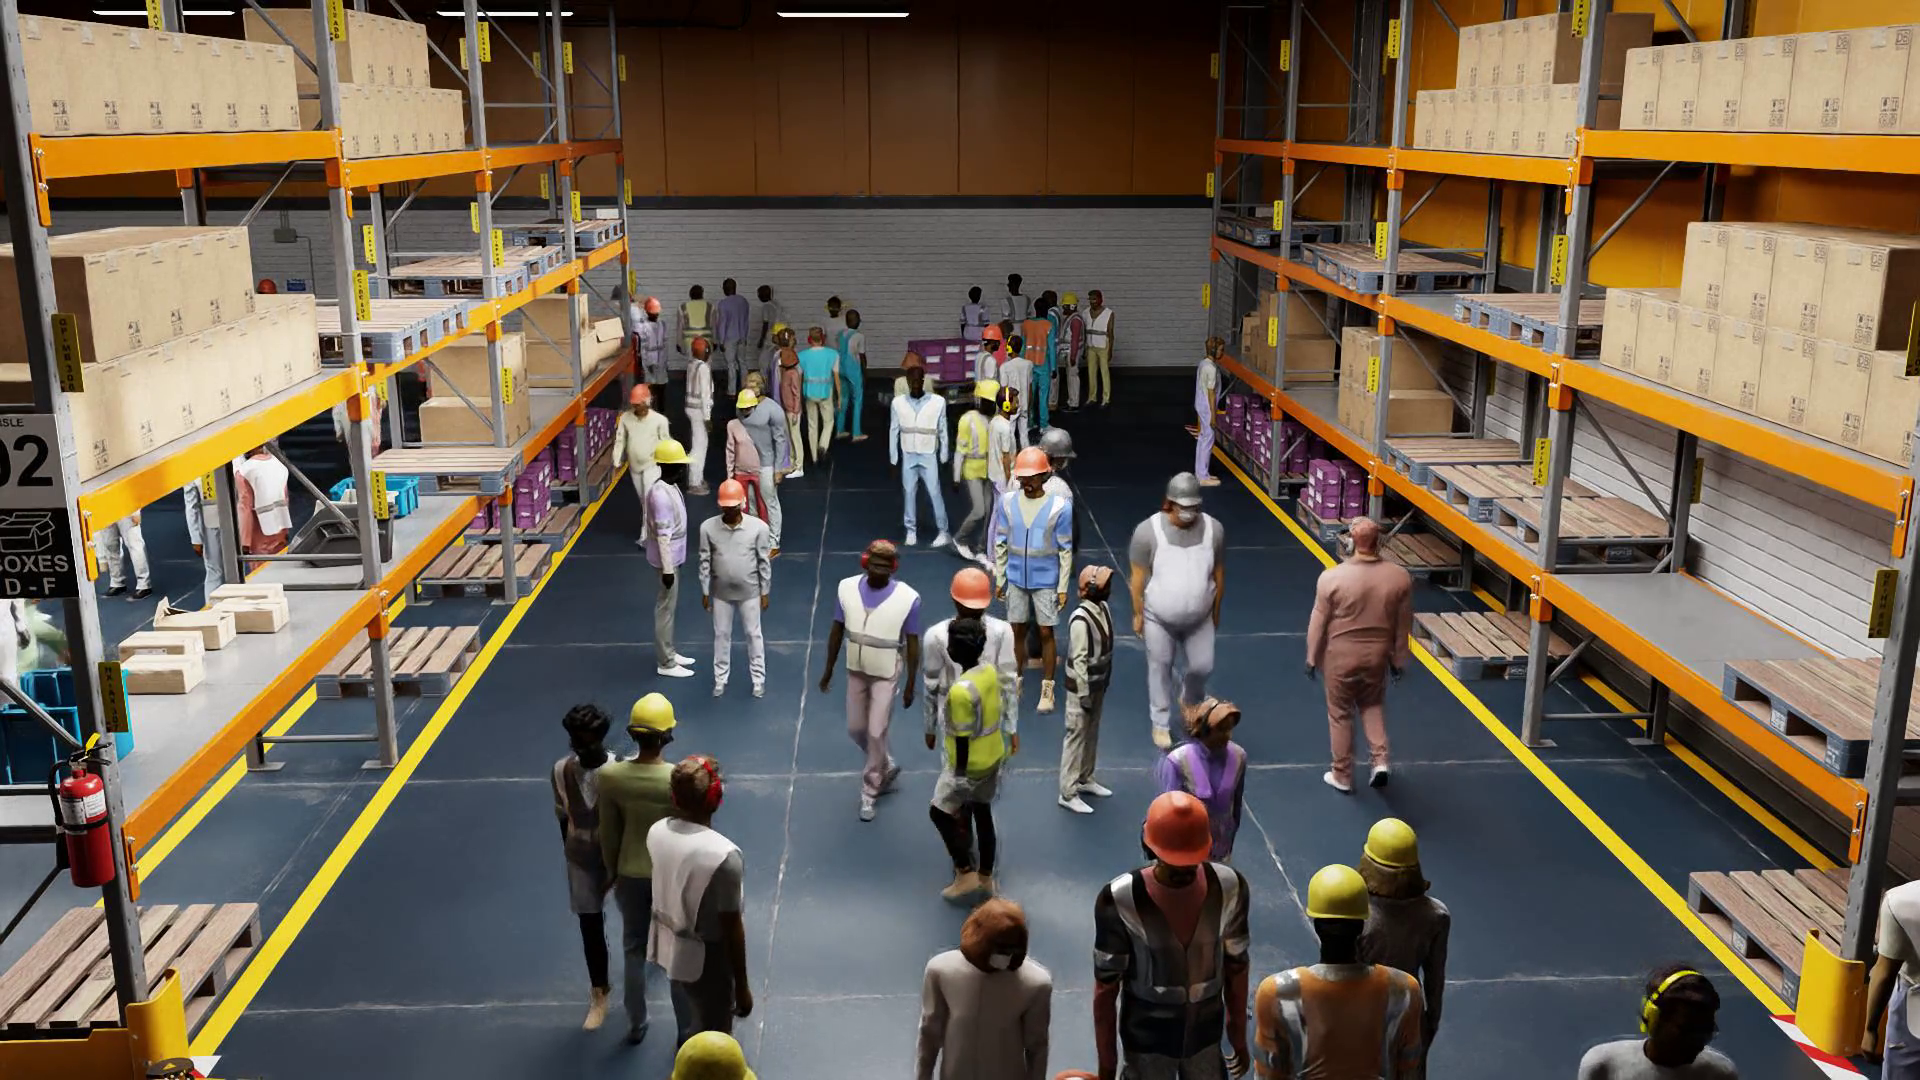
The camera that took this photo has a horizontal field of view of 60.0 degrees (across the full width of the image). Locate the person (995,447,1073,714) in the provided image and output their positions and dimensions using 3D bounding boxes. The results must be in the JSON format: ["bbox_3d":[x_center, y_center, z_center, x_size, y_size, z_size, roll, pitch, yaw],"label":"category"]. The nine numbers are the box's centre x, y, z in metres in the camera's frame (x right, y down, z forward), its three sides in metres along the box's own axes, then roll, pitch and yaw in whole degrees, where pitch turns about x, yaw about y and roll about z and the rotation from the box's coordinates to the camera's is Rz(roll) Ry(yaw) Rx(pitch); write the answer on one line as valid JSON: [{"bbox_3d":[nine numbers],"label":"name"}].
[{"bbox_3d":[0.541,0.302,12.531,0.607,2.044,0.378,5,15,21],"label":"person"}]

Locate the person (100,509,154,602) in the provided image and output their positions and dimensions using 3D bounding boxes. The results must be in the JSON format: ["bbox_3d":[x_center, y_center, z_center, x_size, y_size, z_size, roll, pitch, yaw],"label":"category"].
[{"bbox_3d":[-7.845,-0.320,15.419,0.594,1.823,0.405,5,15,17],"label":"person"}]

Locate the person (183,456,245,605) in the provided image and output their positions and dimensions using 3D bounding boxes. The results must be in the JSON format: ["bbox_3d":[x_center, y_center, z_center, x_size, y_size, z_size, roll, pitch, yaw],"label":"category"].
[{"bbox_3d":[-6.406,-0.097,14.378,0.408,1.907,0.597,7,16,25],"label":"person"}]

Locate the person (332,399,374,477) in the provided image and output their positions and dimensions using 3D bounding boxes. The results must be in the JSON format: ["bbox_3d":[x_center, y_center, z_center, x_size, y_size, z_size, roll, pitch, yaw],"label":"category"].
[{"bbox_3d":[-7.019,-1.301,19.493,0.532,1.719,0.779,8,16,28],"label":"person"}]

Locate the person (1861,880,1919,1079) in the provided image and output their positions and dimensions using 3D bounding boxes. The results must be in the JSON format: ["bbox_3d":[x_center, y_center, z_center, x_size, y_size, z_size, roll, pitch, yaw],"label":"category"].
[{"bbox_3d":[3.862,1.927,6.567,0.560,1.836,0.394,1,14,2],"label":"person"}]

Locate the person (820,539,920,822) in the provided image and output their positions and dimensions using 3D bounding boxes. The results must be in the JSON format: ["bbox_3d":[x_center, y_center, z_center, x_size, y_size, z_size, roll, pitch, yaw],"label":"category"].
[{"bbox_3d":[-0.571,0.866,10.747,0.649,1.824,0.627,6,16,24],"label":"person"}]

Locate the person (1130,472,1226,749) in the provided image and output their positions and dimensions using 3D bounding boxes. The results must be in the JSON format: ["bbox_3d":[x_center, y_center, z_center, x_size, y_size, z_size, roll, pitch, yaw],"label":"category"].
[{"bbox_3d":[1.550,0.485,11.814,0.697,2.000,0.540,-1,14,-4],"label":"person"}]

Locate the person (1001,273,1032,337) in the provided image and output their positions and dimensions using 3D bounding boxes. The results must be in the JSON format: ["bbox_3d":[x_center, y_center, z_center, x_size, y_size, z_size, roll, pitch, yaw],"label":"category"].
[{"bbox_3d":[0.886,-3.331,26.942,0.607,1.966,0.366,-12,18,-38],"label":"person"}]

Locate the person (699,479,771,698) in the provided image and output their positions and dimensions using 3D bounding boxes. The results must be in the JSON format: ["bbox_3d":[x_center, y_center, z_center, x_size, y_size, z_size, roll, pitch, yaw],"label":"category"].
[{"bbox_3d":[-1.735,0.377,12.836,0.564,1.742,0.353,1,14,3],"label":"person"}]

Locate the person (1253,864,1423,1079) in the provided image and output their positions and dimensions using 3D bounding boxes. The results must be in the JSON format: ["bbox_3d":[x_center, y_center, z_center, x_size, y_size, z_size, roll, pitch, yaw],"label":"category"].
[{"bbox_3d":[1.303,2.061,5.874,0.585,1.917,0.381,-1,14,-2],"label":"person"}]

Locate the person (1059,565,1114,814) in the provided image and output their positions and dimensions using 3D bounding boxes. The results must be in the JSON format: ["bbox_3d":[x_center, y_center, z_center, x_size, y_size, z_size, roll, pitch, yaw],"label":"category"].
[{"bbox_3d":[0.835,0.952,10.808,0.316,1.630,0.517,7,16,25],"label":"person"}]

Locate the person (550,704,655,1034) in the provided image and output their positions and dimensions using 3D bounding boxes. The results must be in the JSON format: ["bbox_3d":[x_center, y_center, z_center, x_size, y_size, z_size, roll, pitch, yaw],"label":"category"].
[{"bbox_3d":[-1.741,1.559,8.352,0.536,1.670,0.694,2,14,8],"label":"person"}]

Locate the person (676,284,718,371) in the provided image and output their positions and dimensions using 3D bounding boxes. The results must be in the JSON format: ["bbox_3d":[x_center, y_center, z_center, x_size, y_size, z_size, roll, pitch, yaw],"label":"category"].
[{"bbox_3d":[-4.210,-3.165,26.607,0.695,1.820,0.583,-2,14,-9],"label":"person"}]

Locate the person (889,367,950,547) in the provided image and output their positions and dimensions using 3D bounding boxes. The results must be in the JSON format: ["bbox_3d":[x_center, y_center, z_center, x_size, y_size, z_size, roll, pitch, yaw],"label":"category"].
[{"bbox_3d":[-0.416,-0.881,17.485,0.639,1.900,0.469,3,15,10],"label":"person"}]

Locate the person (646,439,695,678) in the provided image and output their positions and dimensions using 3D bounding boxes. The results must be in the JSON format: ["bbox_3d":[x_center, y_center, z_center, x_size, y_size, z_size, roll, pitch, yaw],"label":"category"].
[{"bbox_3d":[-2.328,0.137,13.404,0.386,1.928,0.589,-1,14,-4],"label":"person"}]

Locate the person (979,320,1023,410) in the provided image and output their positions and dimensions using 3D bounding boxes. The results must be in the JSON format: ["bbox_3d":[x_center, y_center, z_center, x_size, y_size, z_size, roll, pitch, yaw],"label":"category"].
[{"bbox_3d":[0.520,-2.003,22.089,0.659,1.800,0.905,6,16,23],"label":"person"}]

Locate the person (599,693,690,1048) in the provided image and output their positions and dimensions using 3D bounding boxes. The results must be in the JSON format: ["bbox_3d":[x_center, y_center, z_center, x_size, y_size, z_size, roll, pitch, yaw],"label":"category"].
[{"bbox_3d":[-1.458,1.591,8.027,0.533,1.765,0.330,2,14,10],"label":"person"}]

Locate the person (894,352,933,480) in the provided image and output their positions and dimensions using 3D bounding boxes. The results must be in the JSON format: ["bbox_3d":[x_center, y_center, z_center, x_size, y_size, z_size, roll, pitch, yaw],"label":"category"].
[{"bbox_3d":[-0.590,-1.494,20.398,0.520,1.620,0.341,-7,16,-27],"label":"person"}]

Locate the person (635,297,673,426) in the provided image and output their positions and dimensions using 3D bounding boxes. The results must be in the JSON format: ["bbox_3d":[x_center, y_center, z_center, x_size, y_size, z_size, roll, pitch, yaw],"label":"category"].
[{"bbox_3d":[-4.406,-2.560,24.019,0.559,1.907,0.447,-14,20,-43],"label":"person"}]

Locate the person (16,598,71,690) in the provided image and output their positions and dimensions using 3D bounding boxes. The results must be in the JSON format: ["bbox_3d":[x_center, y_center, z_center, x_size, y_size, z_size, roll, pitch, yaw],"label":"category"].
[{"bbox_3d":[-7.270,0.218,12.863,0.696,2.000,0.755,11,18,37],"label":"person"}]

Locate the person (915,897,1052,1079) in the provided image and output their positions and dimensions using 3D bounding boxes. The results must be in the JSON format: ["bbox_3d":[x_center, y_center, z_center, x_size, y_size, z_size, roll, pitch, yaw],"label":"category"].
[{"bbox_3d":[0.091,2.072,6.419,0.529,1.611,0.489,2,14,8],"label":"person"}]

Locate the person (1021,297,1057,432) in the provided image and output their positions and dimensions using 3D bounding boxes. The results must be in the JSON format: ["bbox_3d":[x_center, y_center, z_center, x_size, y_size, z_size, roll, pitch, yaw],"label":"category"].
[{"bbox_3d":[1.119,-2.501,23.779,0.591,1.917,0.379,11,18,37],"label":"person"}]

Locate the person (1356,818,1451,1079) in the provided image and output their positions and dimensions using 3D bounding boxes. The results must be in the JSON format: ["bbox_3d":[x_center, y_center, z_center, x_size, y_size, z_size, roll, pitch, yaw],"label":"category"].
[{"bbox_3d":[1.695,1.941,6.693,0.493,1.742,0.303,-3,15,-12],"label":"person"}]

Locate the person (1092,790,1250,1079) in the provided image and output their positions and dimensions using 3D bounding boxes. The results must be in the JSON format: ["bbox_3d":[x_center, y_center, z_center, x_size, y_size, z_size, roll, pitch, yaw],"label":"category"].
[{"bbox_3d":[0.810,1.892,6.330,0.613,2.028,0.409,-3,15,-12],"label":"person"}]

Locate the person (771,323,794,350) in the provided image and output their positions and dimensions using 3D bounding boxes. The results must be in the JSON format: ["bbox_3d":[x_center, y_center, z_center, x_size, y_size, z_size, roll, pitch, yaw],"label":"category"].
[{"bbox_3d":[-2.378,-2.035,22.299,0.296,1.744,0.484,4,15,14],"label":"person"}]

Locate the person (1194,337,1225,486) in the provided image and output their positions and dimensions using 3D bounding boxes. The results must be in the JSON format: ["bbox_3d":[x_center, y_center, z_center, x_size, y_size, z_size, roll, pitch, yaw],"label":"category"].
[{"bbox_3d":[3.039,-1.566,20.283,0.349,1.836,0.517,-1,14,-5],"label":"person"}]

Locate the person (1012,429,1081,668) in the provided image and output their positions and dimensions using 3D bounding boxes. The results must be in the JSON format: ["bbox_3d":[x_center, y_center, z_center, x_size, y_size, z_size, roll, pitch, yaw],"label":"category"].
[{"bbox_3d":[0.719,0.058,13.493,0.541,2.000,0.696,-7,16,-25],"label":"person"}]

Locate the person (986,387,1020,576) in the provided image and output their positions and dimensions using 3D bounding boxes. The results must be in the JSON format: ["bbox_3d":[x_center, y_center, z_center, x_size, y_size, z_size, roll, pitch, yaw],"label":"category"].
[{"bbox_3d":[0.430,-0.579,16.335,0.311,1.869,0.530,-3,15,-13],"label":"person"}]

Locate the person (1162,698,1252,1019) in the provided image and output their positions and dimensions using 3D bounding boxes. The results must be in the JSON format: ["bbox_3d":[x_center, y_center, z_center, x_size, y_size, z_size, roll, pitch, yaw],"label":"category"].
[{"bbox_3d":[1.226,1.562,8.488,0.514,1.582,0.909,-4,15,-17],"label":"person"}]

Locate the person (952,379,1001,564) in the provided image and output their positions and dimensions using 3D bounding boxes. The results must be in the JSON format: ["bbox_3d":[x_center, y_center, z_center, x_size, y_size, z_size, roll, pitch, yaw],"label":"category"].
[{"bbox_3d":[0.217,-0.672,16.650,0.621,1.901,0.518,-14,20,-43],"label":"person"}]

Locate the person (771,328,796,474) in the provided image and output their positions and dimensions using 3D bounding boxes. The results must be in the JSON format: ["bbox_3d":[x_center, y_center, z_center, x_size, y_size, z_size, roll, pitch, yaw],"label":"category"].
[{"bbox_3d":[-2.210,-1.757,21.006,0.326,1.843,0.515,-6,16,-23],"label":"person"}]

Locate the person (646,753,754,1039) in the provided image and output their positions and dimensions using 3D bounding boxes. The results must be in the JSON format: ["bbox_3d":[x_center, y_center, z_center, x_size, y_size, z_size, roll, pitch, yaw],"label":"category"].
[{"bbox_3d":[-1.105,1.818,7.067,0.469,1.855,0.573,-12,19,-39],"label":"person"}]

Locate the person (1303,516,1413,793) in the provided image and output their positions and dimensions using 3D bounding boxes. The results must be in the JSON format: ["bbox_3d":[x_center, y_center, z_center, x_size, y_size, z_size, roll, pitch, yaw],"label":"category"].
[{"bbox_3d":[2.612,0.774,10.984,0.654,1.887,0.436,-3,15,-10],"label":"person"}]

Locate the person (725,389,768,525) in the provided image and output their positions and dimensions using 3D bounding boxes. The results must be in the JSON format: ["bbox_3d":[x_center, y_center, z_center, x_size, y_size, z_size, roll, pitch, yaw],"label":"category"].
[{"bbox_3d":[-2.121,-0.666,16.886,0.531,1.765,0.327,2,14,8],"label":"person"}]

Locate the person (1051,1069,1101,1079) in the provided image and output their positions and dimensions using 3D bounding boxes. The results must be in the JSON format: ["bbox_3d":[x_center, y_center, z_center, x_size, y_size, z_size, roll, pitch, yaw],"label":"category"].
[{"bbox_3d":[0.316,2.378,4.708,0.576,1.880,0.356,2,15,10],"label":"person"}]

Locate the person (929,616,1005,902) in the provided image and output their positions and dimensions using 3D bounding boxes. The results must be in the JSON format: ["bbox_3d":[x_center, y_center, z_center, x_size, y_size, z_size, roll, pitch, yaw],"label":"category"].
[{"bbox_3d":[0.049,1.253,9.504,0.381,1.685,0.542,7,16,26],"label":"person"}]

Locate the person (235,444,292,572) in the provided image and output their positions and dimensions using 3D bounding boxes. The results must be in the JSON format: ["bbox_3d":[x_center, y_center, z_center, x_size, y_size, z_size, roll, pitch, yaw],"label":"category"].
[{"bbox_3d":[-5.935,-0.066,14.251,0.397,1.909,0.599,3,15,12],"label":"person"}]

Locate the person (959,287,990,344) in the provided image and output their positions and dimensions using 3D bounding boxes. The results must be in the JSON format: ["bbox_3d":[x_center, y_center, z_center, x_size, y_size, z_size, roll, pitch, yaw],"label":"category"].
[{"bbox_3d":[0.254,-3.337,27.502,0.531,1.697,0.320,6,16,23],"label":"person"}]

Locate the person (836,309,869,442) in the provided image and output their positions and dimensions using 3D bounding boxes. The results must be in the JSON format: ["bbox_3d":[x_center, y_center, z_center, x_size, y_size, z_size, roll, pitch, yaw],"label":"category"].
[{"bbox_3d":[-1.504,-2.291,23.147,0.516,1.827,0.371,11,18,37],"label":"person"}]

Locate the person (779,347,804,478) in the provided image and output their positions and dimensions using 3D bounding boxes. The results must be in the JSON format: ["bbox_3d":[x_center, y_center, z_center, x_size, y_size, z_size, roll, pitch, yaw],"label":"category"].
[{"bbox_3d":[-2.125,-1.595,20.792,0.285,1.634,0.499,-6,15,-22],"label":"person"}]

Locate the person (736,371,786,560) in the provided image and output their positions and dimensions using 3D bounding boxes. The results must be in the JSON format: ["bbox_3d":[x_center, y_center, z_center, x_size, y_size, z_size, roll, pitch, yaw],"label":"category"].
[{"bbox_3d":[-2.035,-0.758,16.897,0.628,1.940,0.377,10,18,35],"label":"person"}]

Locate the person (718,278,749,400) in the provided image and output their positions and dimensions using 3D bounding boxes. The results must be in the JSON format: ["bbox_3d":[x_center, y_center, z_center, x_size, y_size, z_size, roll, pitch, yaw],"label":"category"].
[{"bbox_3d":[-3.609,-3.198,26.499,0.374,1.933,0.626,11,18,36],"label":"person"}]

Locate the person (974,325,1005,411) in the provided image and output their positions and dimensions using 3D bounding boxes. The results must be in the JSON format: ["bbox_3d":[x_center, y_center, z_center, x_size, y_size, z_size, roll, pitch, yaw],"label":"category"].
[{"bbox_3d":[0.371,-1.697,20.609,0.384,1.929,0.543,-4,15,-15],"label":"person"}]

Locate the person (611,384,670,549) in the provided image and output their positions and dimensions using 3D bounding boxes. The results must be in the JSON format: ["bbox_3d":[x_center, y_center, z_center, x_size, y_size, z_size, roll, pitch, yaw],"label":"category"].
[{"bbox_3d":[-3.347,-0.782,17.449,0.575,1.702,0.869,4,15,14],"label":"person"}]

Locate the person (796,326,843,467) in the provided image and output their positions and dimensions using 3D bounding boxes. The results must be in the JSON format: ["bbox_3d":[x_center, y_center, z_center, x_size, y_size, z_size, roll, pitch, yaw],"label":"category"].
[{"bbox_3d":[-1.808,-1.820,21.291,0.607,1.821,0.485,0,14,2],"label":"person"}]

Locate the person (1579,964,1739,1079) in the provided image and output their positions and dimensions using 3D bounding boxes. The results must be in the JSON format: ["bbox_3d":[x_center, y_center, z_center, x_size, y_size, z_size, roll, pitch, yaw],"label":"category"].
[{"bbox_3d":[2.173,2.229,5.375,0.572,1.838,0.624,3,15,12],"label":"person"}]

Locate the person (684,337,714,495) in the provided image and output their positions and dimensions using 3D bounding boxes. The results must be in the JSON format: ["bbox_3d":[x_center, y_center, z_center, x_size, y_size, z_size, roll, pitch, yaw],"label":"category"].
[{"bbox_3d":[-3.153,-1.488,19.951,0.418,1.850,0.648,-6,15,-22],"label":"person"}]

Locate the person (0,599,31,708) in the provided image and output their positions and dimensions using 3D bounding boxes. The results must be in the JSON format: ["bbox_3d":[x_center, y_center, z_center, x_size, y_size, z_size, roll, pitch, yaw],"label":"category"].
[{"bbox_3d":[-6.778,0.635,11.505,0.409,1.903,0.639,13,19,40],"label":"person"}]

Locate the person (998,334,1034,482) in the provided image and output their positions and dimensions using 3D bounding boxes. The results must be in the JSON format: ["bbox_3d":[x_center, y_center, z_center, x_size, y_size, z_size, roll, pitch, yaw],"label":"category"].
[{"bbox_3d":[0.673,-1.572,20.249,0.505,1.864,0.332,-9,17,-32],"label":"person"}]

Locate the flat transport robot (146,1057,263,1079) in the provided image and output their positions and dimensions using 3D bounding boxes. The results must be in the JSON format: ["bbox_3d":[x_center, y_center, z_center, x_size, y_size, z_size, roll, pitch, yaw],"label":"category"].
[{"bbox_3d":[-3.369,2.630,6.923,0.652,0.197,1.431,1,14,3],"label":"flat transport robot"}]

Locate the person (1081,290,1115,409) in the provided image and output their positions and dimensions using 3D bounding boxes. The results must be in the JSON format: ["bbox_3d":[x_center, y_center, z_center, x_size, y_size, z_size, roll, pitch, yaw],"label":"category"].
[{"bbox_3d":[2.140,-2.961,25.772,0.567,1.831,0.401,11,18,36],"label":"person"}]

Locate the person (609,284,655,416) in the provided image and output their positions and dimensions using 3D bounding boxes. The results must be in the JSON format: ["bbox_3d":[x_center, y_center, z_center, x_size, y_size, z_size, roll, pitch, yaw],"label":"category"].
[{"bbox_3d":[-4.989,-2.882,25.031,0.805,2.000,0.778,-4,15,-17],"label":"person"}]

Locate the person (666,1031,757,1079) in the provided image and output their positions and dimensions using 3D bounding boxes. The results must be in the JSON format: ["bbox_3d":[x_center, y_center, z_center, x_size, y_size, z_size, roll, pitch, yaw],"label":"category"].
[{"bbox_3d":[-0.768,2.323,5.210,0.321,1.736,0.485,5,15,17],"label":"person"}]

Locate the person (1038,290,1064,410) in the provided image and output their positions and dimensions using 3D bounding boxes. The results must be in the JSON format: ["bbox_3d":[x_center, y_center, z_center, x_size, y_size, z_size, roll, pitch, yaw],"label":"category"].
[{"bbox_3d":[1.375,-2.914,25.560,0.429,1.840,0.636,3,15,12],"label":"person"}]

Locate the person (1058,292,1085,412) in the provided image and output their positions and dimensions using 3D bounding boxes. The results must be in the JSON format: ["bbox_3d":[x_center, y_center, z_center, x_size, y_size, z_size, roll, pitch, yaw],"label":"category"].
[{"bbox_3d":[1.694,-2.868,25.413,0.403,1.825,0.593,-1,14,-4],"label":"person"}]

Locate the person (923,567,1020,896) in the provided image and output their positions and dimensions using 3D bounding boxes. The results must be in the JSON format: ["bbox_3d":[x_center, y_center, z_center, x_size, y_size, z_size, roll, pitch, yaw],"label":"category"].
[{"bbox_3d":[0.051,1.049,9.903,0.539,1.898,0.937,-4,15,-14],"label":"person"}]

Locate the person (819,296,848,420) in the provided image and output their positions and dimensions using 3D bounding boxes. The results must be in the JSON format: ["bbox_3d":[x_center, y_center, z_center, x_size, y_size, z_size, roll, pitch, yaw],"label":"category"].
[{"bbox_3d":[-1.864,-2.702,24.760,0.595,1.821,0.797,3,15,10],"label":"person"}]
